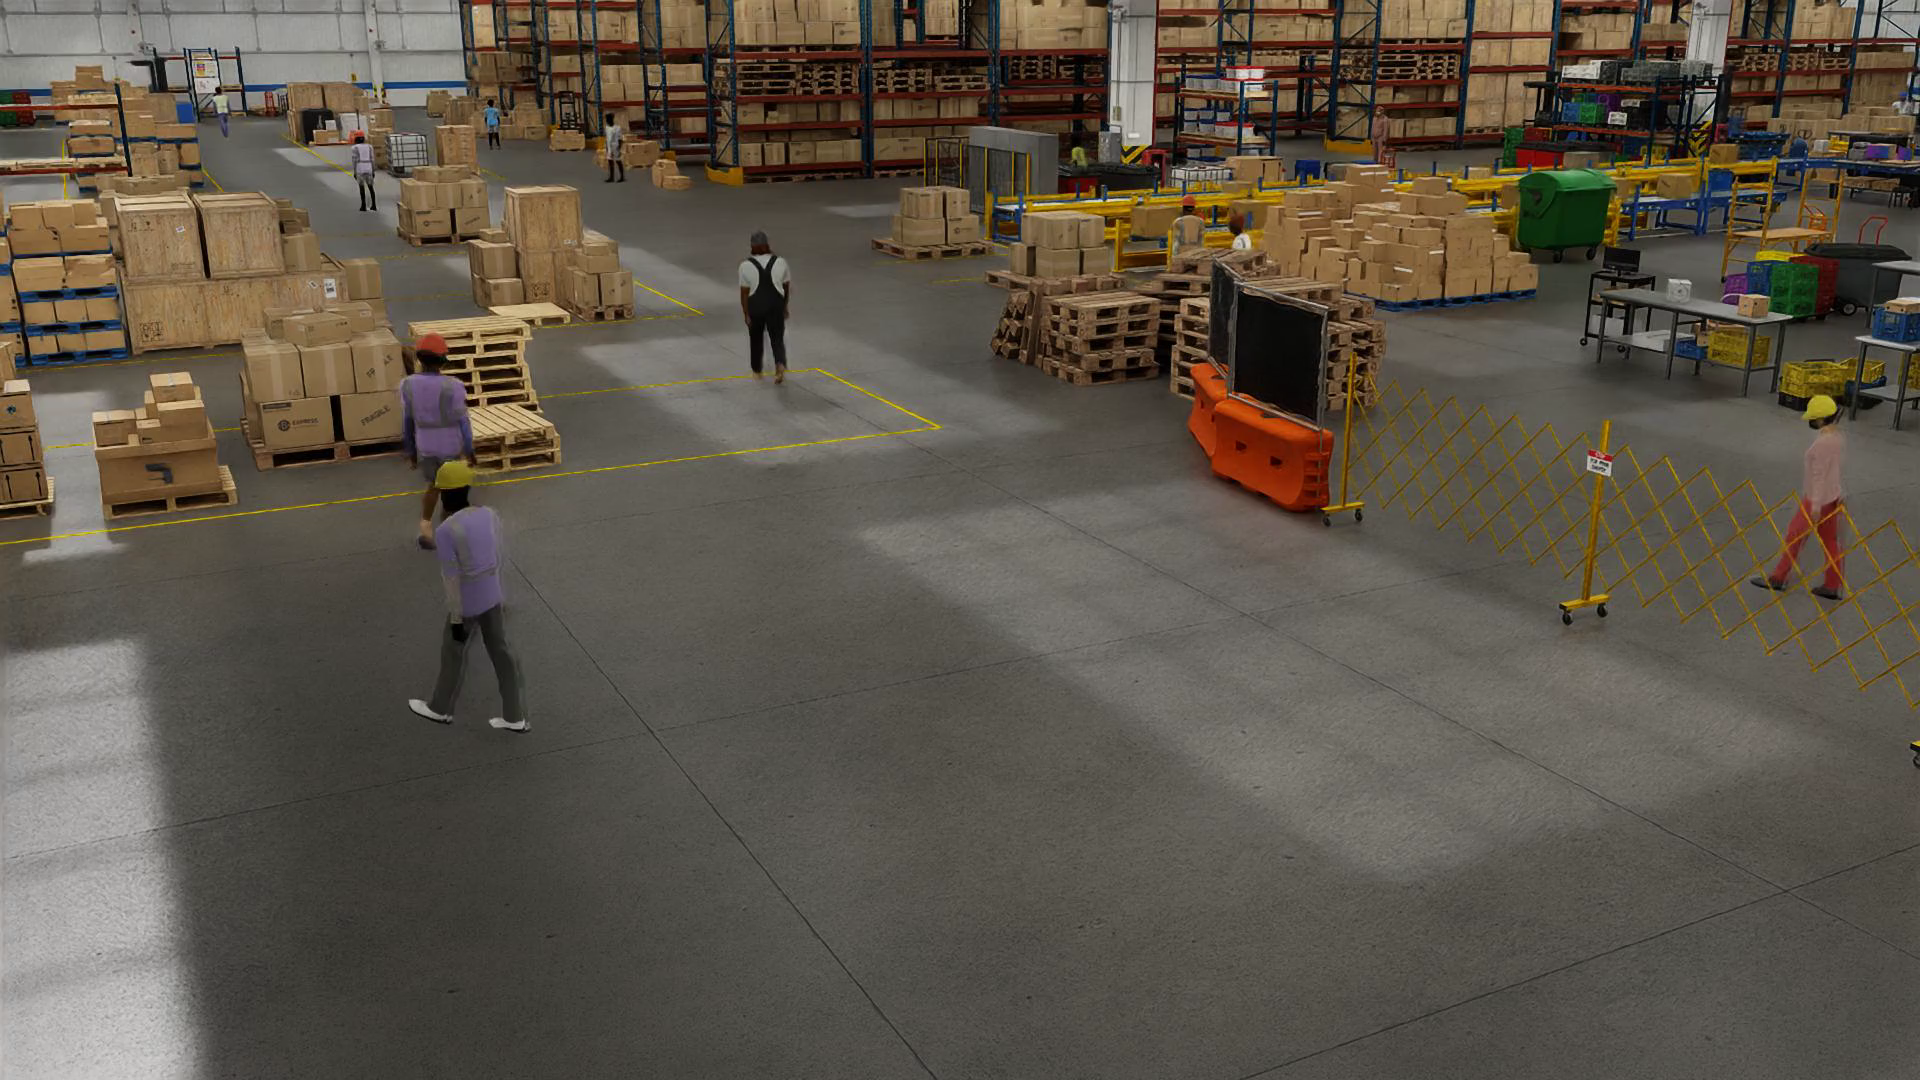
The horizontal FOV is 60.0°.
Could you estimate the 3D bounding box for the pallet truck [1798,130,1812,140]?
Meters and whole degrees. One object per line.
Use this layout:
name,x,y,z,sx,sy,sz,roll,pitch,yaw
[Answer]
pallet truck,25.526,-11.556,49.408,1.630,1.274,0.653,-9,20,-26

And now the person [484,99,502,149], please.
person,-16.185,-14.388,57.596,0.530,1.697,0.321,-1,18,-3

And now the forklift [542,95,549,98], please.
forklift,-16.329,-17.723,66.088,1.873,2.768,1.129,-9,20,-26

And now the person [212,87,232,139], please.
person,-27.630,-15.957,62.159,0.635,1.893,0.772,-16,24,-40

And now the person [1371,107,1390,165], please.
person,12.593,-12.075,50.074,0.399,1.900,0.636,-11,21,-31

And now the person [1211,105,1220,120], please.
person,8.616,-13.959,56.394,0.524,1.615,0.543,-2,18,-6

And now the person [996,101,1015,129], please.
person,1.464,-13.296,53.943,0.648,1.855,0.986,17,24,42

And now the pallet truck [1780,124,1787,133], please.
pallet truck,25.206,-12.542,52.601,1.601,1.201,0.680,0,18,-2

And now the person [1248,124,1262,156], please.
person,8.211,-10.668,46.026,0.783,1.670,0.533,-6,19,-19

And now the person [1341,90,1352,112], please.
person,14.361,-15.763,61.688,0.719,1.819,0.577,-10,20,-29

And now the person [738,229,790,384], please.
person,-2.541,-3.059,21.725,0.687,2.000,0.831,-5,18,-15

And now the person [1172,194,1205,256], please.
person,3.590,-4.500,26.382,0.552,1.937,0.356,-6,19,-19

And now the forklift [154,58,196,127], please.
forklift,-31.504,-17.653,65.870,1.873,2.768,1.129,-9,20,-26

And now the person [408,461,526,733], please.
person,-3.375,0.383,11.245,0.941,1.881,0.611,8,19,24

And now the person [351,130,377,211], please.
person,-14.422,-8.931,40.222,0.539,1.929,0.392,-16,24,-40

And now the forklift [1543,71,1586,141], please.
forklift,18.685,-13.231,52.085,1.873,2.768,1.129,-9,20,-26

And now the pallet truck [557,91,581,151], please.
pallet truck,-13.495,-14.412,57.188,0.823,1.965,1.885,-3,18,-9

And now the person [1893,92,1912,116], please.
person,32.705,-14.591,57.850,0.599,1.939,0.421,9,20,26

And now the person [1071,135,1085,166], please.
person,3.097,-9.392,42.094,0.673,1.661,0.538,11,21,32

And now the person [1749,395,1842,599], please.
person,7.048,-0.365,13.838,0.786,1.717,0.578,15,23,39

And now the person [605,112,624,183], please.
person,-9.711,-10.984,46.569,0.613,1.963,0.381,12,21,33

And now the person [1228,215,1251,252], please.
person,4.053,-3.892,24.654,0.986,1.831,0.598,9,20,26

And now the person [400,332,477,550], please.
person,-4.634,-0.839,14.837,0.611,2.028,0.451,4,18,13

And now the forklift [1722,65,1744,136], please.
forklift,26.508,-15.208,58.246,1.873,2.768,1.129,-9,20,-26
